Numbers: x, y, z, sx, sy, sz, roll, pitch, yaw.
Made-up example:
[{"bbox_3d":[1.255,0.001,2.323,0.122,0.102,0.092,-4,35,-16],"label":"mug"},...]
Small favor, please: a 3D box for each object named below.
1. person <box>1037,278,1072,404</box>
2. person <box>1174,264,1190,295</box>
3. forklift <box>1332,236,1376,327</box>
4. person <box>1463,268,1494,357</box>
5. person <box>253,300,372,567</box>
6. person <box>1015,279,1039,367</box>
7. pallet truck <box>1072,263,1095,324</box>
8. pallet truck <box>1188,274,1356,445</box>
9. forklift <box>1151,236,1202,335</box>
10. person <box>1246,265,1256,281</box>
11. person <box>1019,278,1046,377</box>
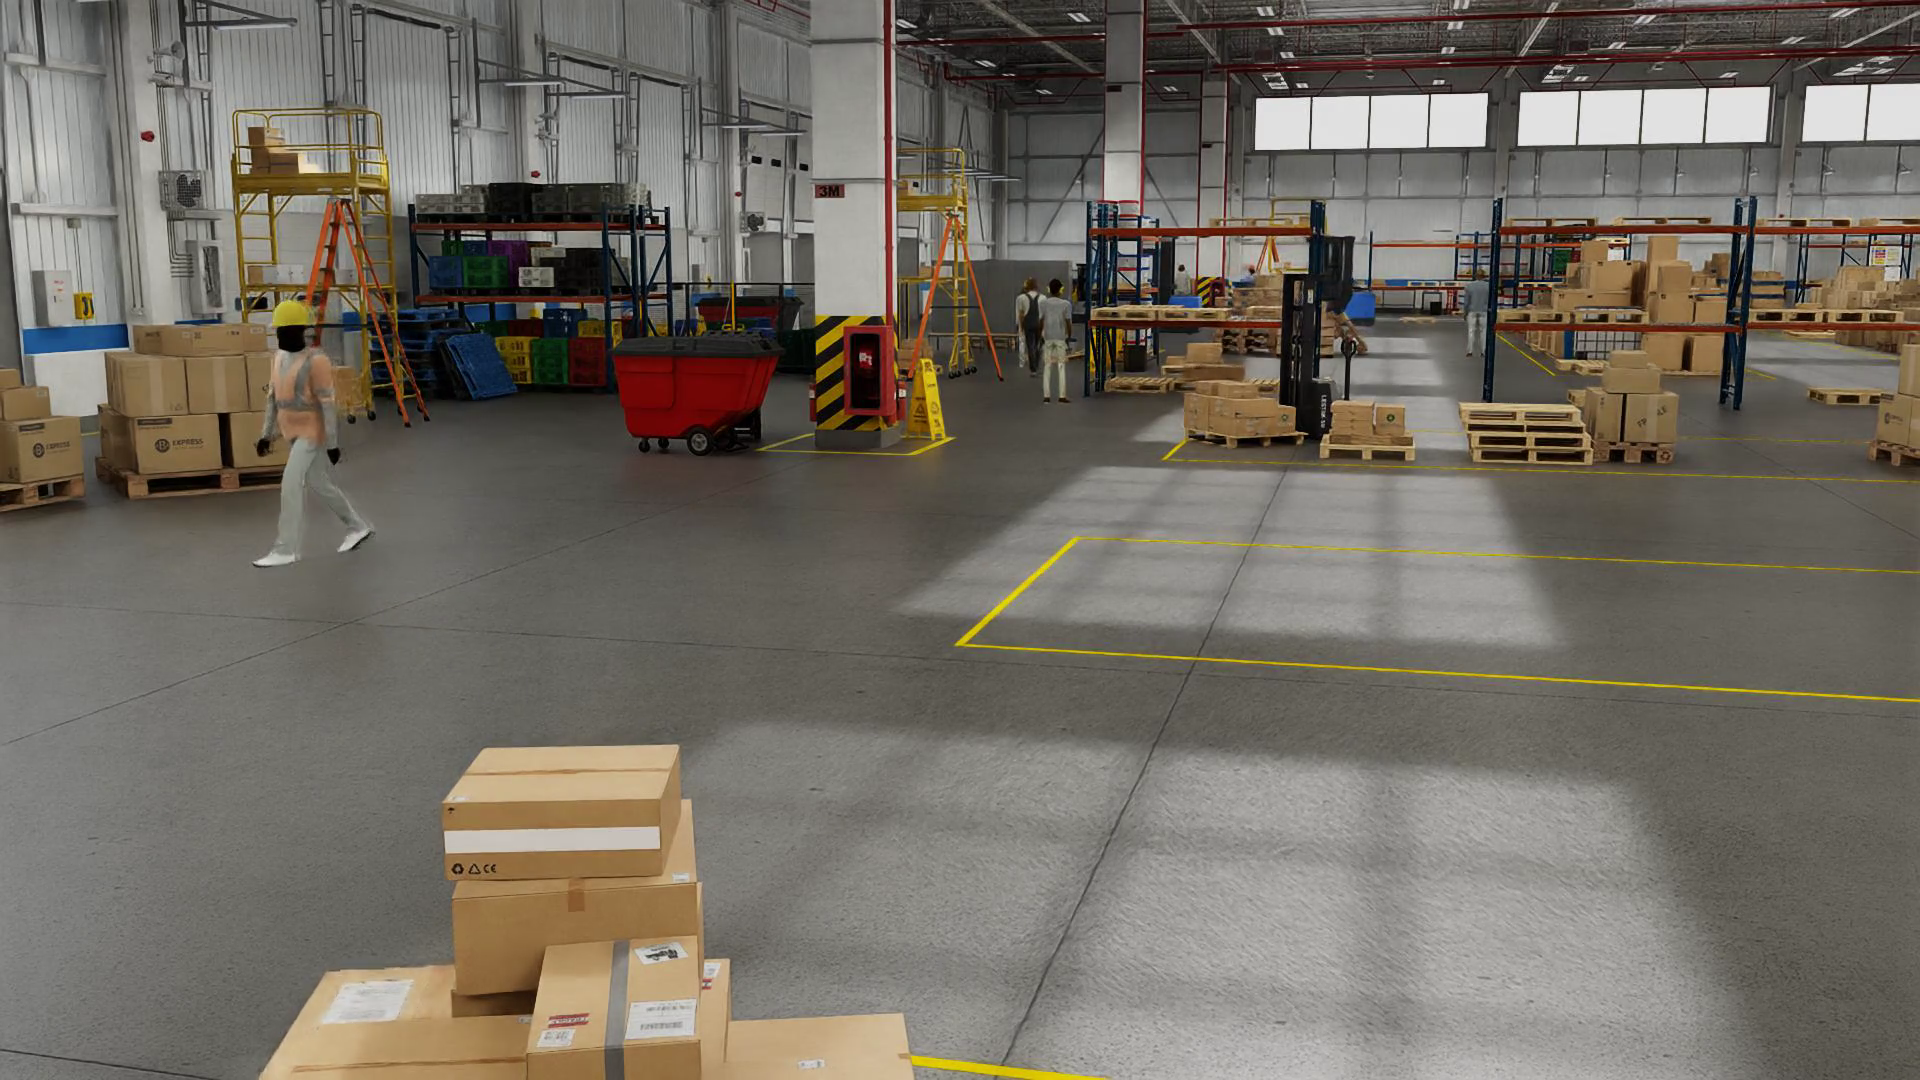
[{"bbox_3d":[1.418,-2.965,24.847,0.538,1.864,0.313,2,10,14],"label":"person"},{"bbox_3d":[7.795,-8.738,58.621,0.638,1.938,0.357,2,10,14],"label":"person"},{"bbox_3d":[11.850,-7.997,51.487,1.873,2.768,1.129,-2,10,-13],"label":"forklift"},{"bbox_3d":[11.345,-4.966,36.411,0.638,1.938,0.357,2,10,14],"label":"person"},{"bbox_3d":[-4.697,-0.790,12.008,0.592,1.884,0.977,8,12,39],"label":"person"},{"bbox_3d":[1.358,-4.309,33.119,0.494,1.741,0.309,2,10,14],"label":"person"},{"bbox_3d":[4.325,-8.180,55.162,0.823,1.965,1.885,6,11,31],"label":"pallet truck"},{"bbox_3d":[3.653,-2.138,19.590,1.885,1.965,0.823,-4,10,-20],"label":"pallet truck"},{"bbox_3d":[5.866,-7.214,46.878,1.873,2.768,1.129,2,10,14],"label":"forklift"},{"bbox_3d":[10.685,-9.114,60.989,1.029,1.881,0.553,-1,10,-4],"label":"person"},{"bbox_3d":[1.331,-3.897,30.548,0.498,1.792,0.942,-1,10,-8],"label":"person"}]
